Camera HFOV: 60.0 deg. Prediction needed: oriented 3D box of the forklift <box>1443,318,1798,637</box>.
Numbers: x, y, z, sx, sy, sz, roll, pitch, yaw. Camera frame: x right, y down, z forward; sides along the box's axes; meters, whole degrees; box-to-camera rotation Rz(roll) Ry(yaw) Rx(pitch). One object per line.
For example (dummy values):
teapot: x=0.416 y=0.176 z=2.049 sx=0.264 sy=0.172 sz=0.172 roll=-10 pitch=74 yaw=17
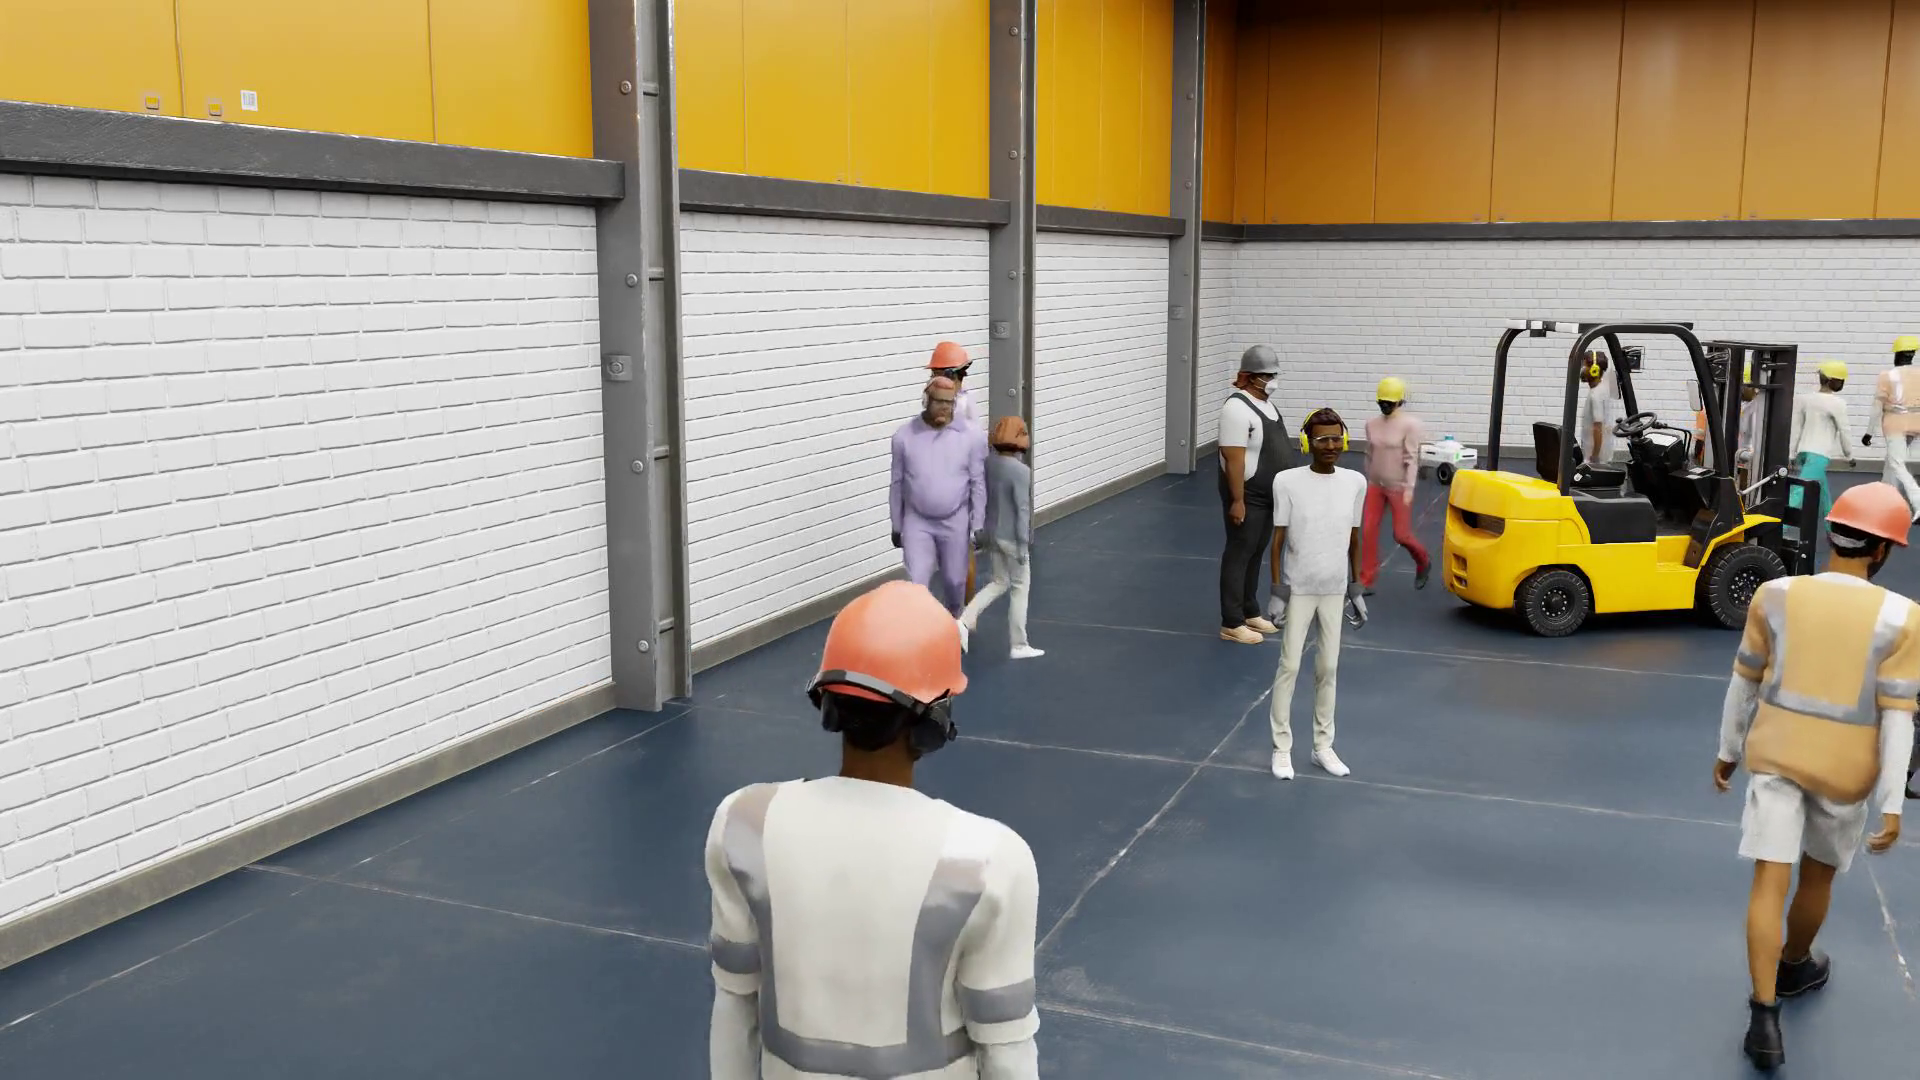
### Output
forklift: x=4.706 y=-0.497 z=11.990 sx=2.313 sy=2.155 sz=1.214 roll=-2 pitch=10 yaw=-10

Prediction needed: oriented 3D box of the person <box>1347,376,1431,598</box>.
person: x=3.377 y=-0.410 z=12.851 sx=0.653 sy=1.729 sz=0.541 roll=-8 pitch=12 yaw=-40

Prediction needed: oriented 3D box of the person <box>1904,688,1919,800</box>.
person: x=3.349 y=0.733 z=5.376 sx=0.547 sy=1.910 sz=0.595 roll=3 pitch=10 yaw=18

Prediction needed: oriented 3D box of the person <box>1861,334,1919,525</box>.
person: x=9.501 y=-1.117 z=16.682 sx=0.588 sy=1.892 sz=0.926 roll=-3 pitch=10 yaw=-16

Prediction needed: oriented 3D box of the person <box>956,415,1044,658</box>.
person: x=0.254 y=-0.005 z=10.759 sx=0.584 sy=1.615 sz=0.511 roll=-7 pitch=11 yaw=-35

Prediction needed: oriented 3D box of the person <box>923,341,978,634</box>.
person: x=-0.059 y=-0.360 z=11.614 sx=0.395 sy=2.042 sz=0.611 roll=1 pitch=9 yaw=6

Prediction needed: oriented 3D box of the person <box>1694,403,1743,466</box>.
person: x=6.576 y=-0.640 z=14.426 sx=0.547 sy=1.685 sz=0.393 roll=-3 pitch=10 yaw=-17

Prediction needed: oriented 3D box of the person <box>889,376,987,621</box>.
person: x=-0.146 y=-0.142 z=10.844 sx=0.643 sy=1.876 sz=0.885 roll=0 pitch=9 yaw=1

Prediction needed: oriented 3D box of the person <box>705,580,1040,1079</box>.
person: x=-0.171 y=1.083 z=2.933 sx=0.622 sy=2.022 sz=0.635 roll=3 pitch=10 yaw=17

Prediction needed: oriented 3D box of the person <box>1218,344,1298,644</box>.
person: x=2.049 y=-0.326 z=11.419 sx=0.535 sy=2.000 sz=0.688 roll=5 pitch=11 yaw=28

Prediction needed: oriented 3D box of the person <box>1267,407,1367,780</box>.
person: x=1.794 y=0.266 z=8.343 sx=0.519 sy=1.874 sz=0.331 roll=-1 pitch=9 yaw=-9

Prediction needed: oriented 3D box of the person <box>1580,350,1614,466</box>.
person: x=5.322 y=-0.681 z=14.119 sx=0.451 sy=1.853 sz=0.563 roll=5 pitch=10 yaw=27

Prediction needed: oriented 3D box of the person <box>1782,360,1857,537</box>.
person: x=7.857 y=-0.780 z=15.191 sx=0.984 sy=1.704 sz=0.519 roll=-1 pitch=9 yaw=-8

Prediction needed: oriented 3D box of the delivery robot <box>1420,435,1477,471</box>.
delivery robot: x=5.784 y=-0.999 z=19.702 sx=0.477 sy=0.478 sz=0.707 roll=-4 pitch=10 yaw=-23

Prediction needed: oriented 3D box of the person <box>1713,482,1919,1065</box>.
person: x=2.801 y=0.744 z=5.480 sx=0.609 sy=1.879 sz=0.949 roll=7 pitch=12 yaw=36

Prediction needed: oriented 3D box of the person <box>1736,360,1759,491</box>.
person: x=6.488 y=-0.569 z=13.588 sx=0.480 sy=1.809 sz=0.611 roll=3 pitch=10 yaw=20
